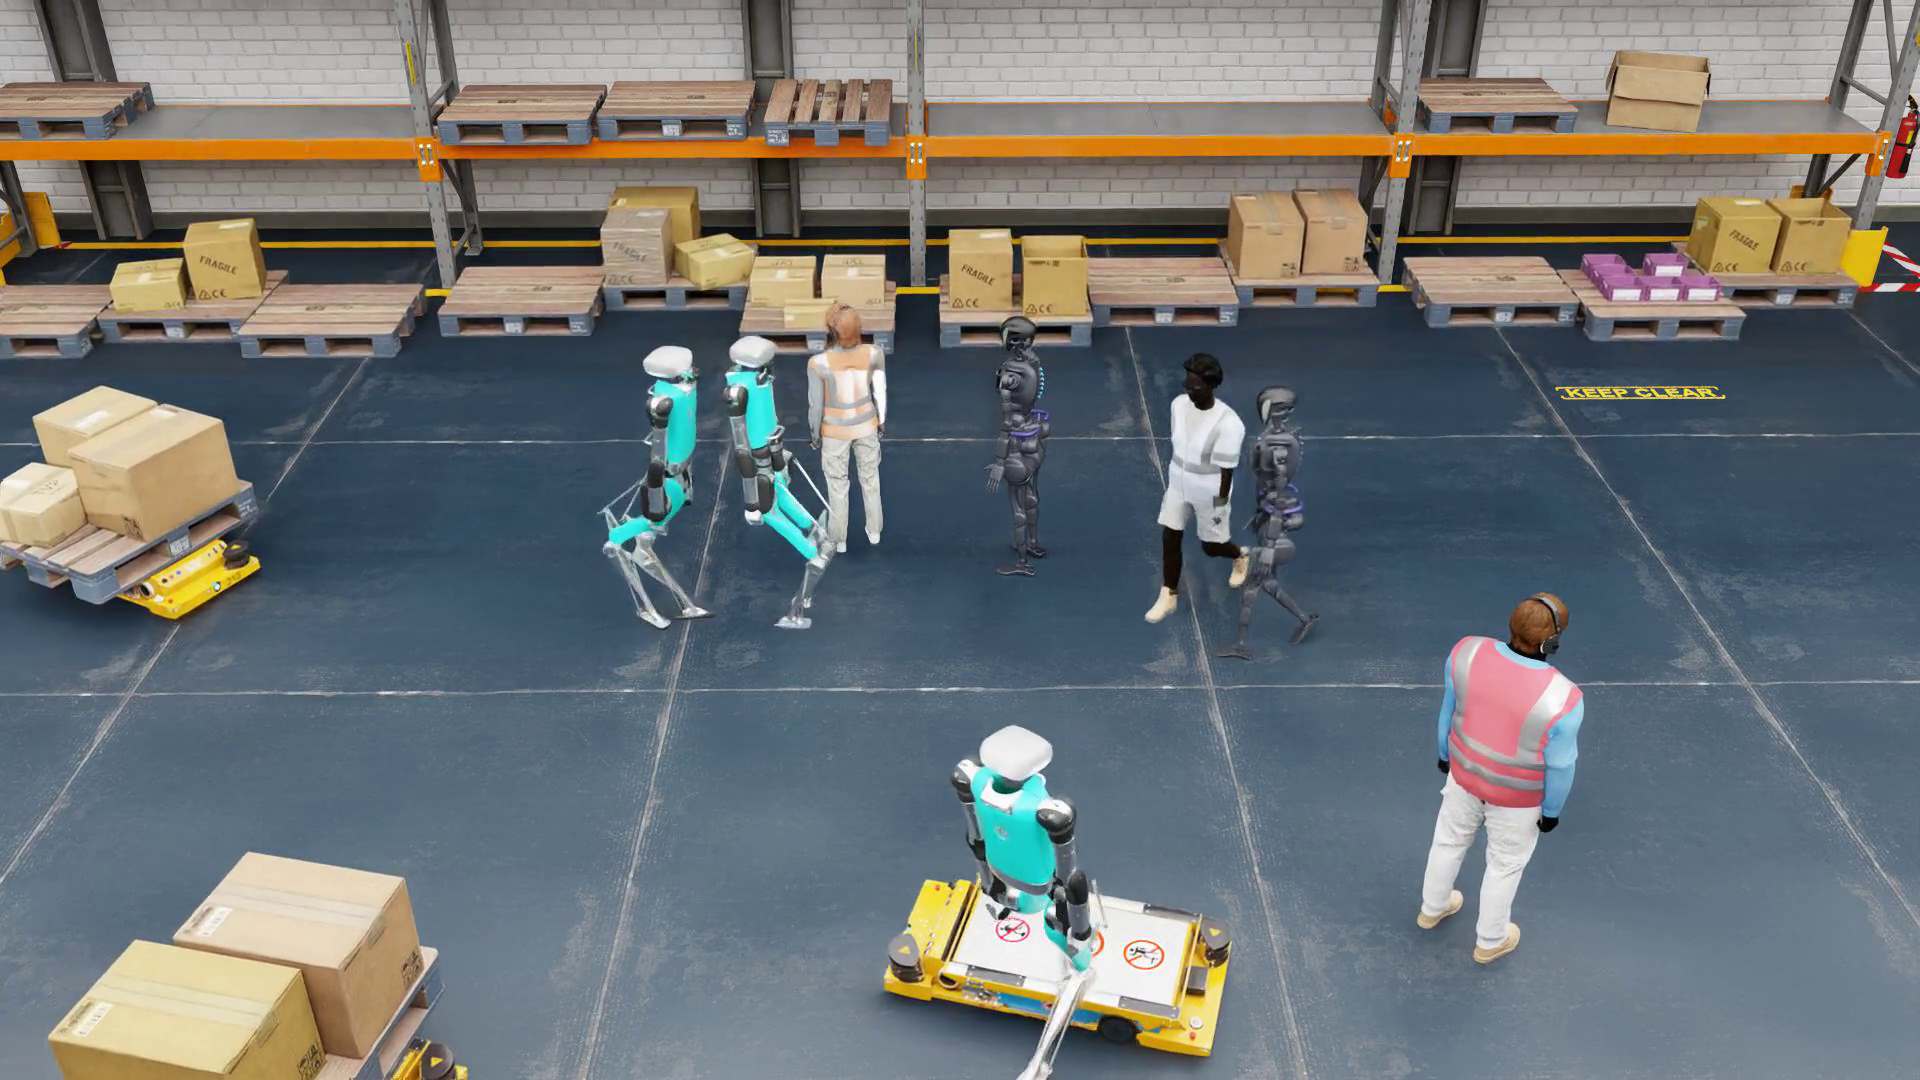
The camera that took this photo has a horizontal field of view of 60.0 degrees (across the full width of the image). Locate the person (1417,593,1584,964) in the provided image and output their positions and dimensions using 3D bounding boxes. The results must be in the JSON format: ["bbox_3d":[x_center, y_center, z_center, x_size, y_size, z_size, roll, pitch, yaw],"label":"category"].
[{"bbox_3d":[2.339,1.024,7.194,0.431,1.837,0.630,-26,40,-36],"label":"person"}]

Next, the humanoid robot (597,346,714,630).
[{"bbox_3d":[-1.800,-0.280,9.444,0.722,1.779,0.540,7,32,12],"label":"humanoid robot"}]

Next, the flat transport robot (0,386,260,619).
[{"bbox_3d":[-5.100,0.090,10.261,1.431,0.231,0.659,15,34,23],"label":"flat transport robot"}]

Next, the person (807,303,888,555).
[{"bbox_3d":[-0.680,-0.673,10.197,0.521,1.638,0.308,-14,34,-22],"label":"person"}]

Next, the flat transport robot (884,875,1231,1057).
[{"bbox_3d":[0.443,1.843,7.343,1.431,0.231,0.659,8,32,13],"label":"flat transport robot"}]

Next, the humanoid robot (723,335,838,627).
[{"bbox_3d":[-0.949,-0.302,9.472,0.692,1.764,0.544,7,32,11],"label":"humanoid robot"}]

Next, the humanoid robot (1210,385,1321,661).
[{"bbox_3d":[1.763,-0.086,9.230,0.663,1.632,0.598,0,31,1],"label":"humanoid robot"}]

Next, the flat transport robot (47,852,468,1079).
[{"bbox_3d":[-2.795,2.234,6.692,1.431,0.231,0.659,7,32,11],"label":"flat transport robot"}]

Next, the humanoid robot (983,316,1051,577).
[{"bbox_3d":[0.355,-0.562,9.966,0.315,1.657,0.599,12,33,19],"label":"humanoid robot"}]

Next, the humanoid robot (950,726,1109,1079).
[{"bbox_3d":[0.394,1.372,6.718,0.561,1.775,0.871,21,37,31],"label":"humanoid robot"}]

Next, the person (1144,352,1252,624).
[{"bbox_3d":[1.417,-0.324,9.582,0.696,1.669,0.532,-26,39,-36],"label":"person"}]
